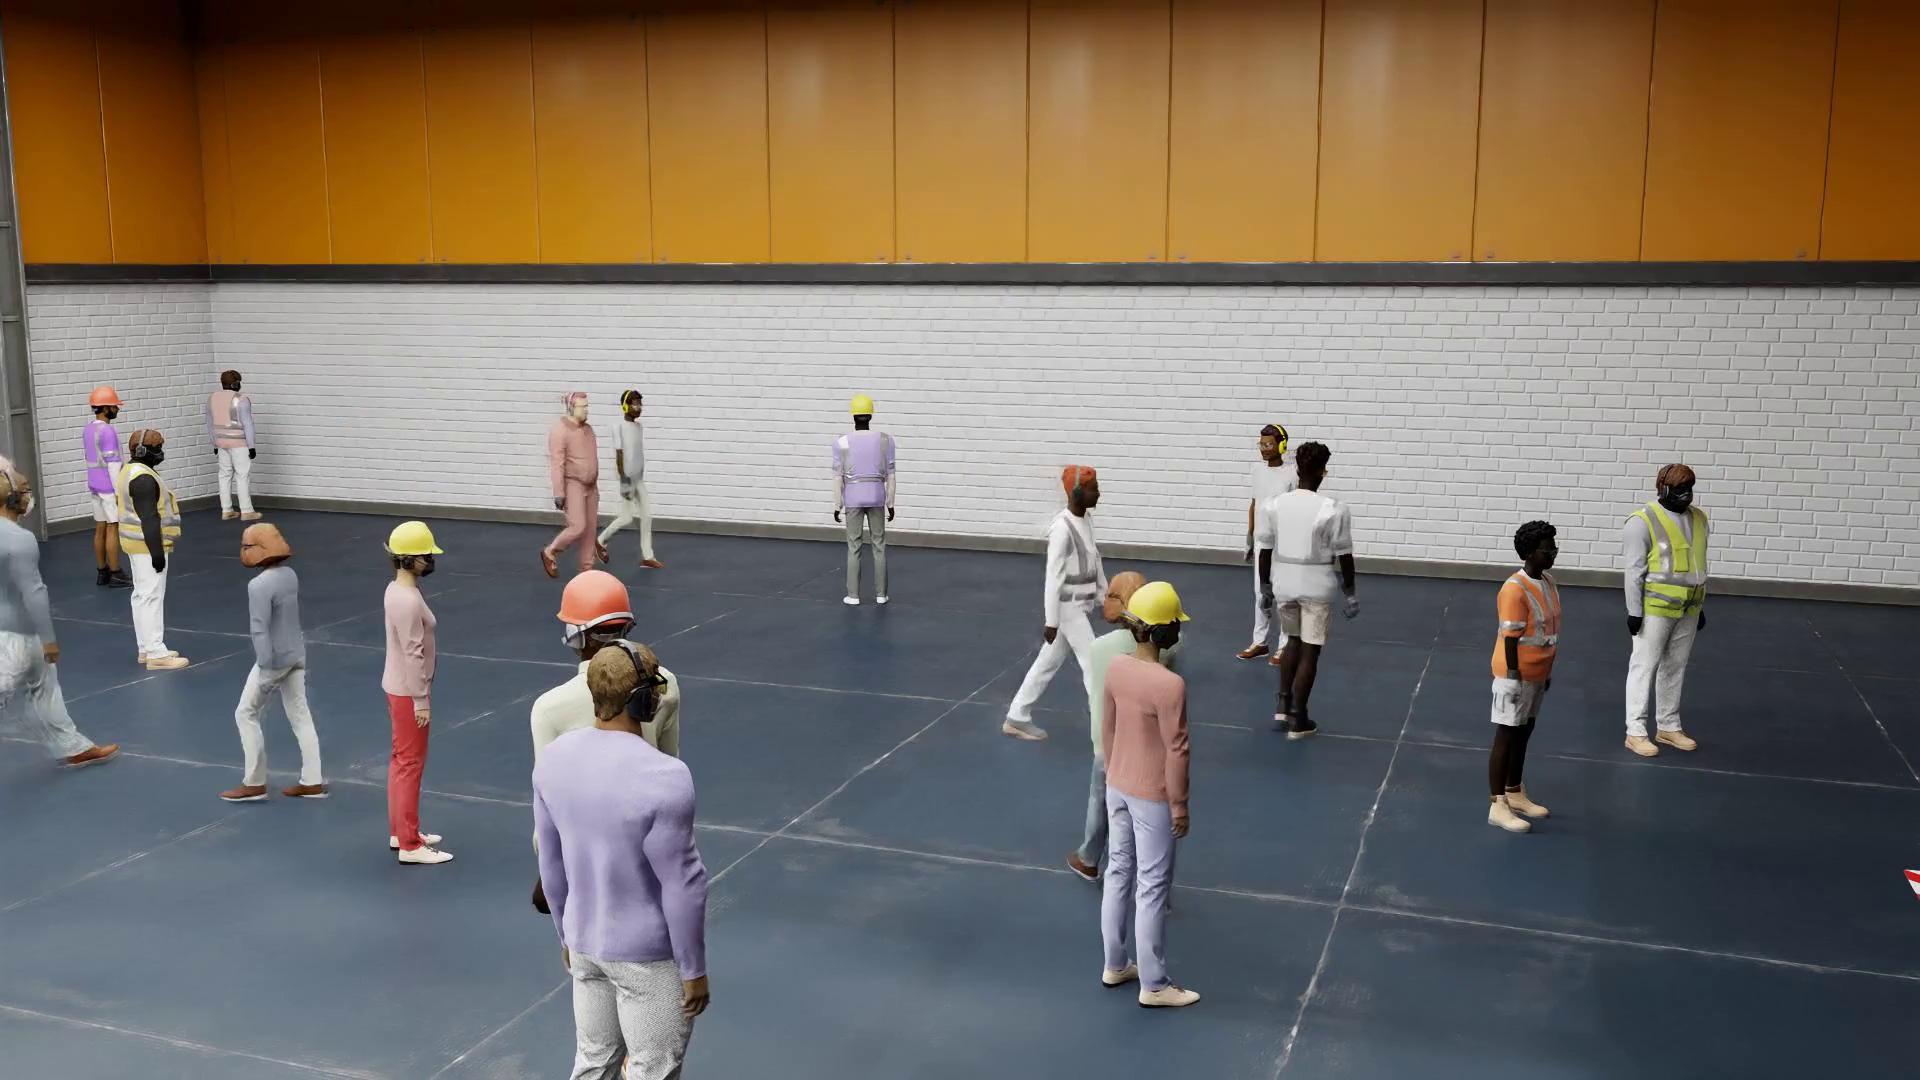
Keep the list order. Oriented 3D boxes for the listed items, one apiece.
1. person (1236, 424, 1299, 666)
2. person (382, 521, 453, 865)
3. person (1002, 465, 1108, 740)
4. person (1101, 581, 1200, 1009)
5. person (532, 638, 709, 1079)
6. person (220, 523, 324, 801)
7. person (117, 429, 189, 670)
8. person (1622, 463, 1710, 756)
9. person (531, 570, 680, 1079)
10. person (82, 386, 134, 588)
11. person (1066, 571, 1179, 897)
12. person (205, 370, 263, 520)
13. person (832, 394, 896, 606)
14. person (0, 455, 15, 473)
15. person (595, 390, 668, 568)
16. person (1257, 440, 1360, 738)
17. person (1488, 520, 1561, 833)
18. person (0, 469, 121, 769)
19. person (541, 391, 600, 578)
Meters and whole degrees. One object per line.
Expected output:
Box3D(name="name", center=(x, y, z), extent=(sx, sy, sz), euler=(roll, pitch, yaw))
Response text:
Box3D(name="person", center=(2.417, 0.035, 12.882), extent=(0.312, 1.869, 0.535), euler=(-8, 12, -41))
Box3D(name="person", center=(-2.807, 0.779, 8.587), extent=(0.328, 1.767, 0.532), euler=(-4, 10, -25))
Box3D(name="person", center=(0.714, 0.430, 10.581), extent=(1.010, 1.837, 0.591), euler=(2, 9, 14))
Box3D(name="person", center=(0.785, 1.047, 6.924), extent=(0.328, 1.769, 0.526), euler=(-5, 10, -28))
Box3D(name="person", center=(-1.016, 1.254, 5.107), extent=(0.627, 1.940, 0.372), euler=(6, 11, 32))
Box3D(name="person", center=(-3.989, 0.707, 9.508), extent=(0.660, 1.608, 0.538), euler=(1, 9, 5))
Box3D(name="person", center=(-6.210, 0.068, 12.776), extent=(0.430, 1.840, 0.621), euler=(-6, 11, -33))
Box3D(name="person", center=(4.467, 0.433, 10.497), extent=(0.633, 1.842, 0.429), euler=(-4, 10, -23))
Box3D(name="person", center=(-1.258, 1.093, 5.930), extent=(0.376, 1.995, 0.608), euler=(8, 12, 41))
Box3D(name="person", center=(-8.197, -0.508, 16.037), extent=(0.542, 1.939, 0.364), euler=(8, 12, 40))
Box3D(name="person", center=(0.805, 0.941, 8.094), extent=(0.509, 1.600, 0.811), euler=(-3, 10, -20))
Box3D(name="person", center=(-8.881, -1.158, 20.370), extent=(0.633, 1.842, 0.429), euler=(3, 10, 18))
Box3D(name="person", center=(-0.872, -0.356, 15.122), extent=(0.585, 1.930, 0.357), euler=(-2, 9, -11))
Box3D(name="person", center=(-7.799, -0.030, 13.225), extent=(0.668, 1.888, 0.424), euler=(2, 9, 10))
Box3D(name="person", center=(-3.414, -0.616, 17.015), extent=(0.736, 1.846, 0.546), euler=(4, 10, 24))
Box3D(name="person", center=(2.287, 0.317, 10.878), extent=(0.613, 1.944, 0.515), euler=(8, 12, 41))
Box3D(name="person", center=(3.096, 0.729, 9.109), extent=(0.322, 1.697, 0.535), euler=(8, 12, 40))
Box3D(name="person", center=(-5.583, 0.525, 9.807), extent=(0.643, 1.888, 1.048), euler=(8, 12, 41))
Box3D(name="person", center=(-3.747, -0.506, 16.161), extent=(0.584, 1.889, 0.661), euler=(3, 10, 20))
